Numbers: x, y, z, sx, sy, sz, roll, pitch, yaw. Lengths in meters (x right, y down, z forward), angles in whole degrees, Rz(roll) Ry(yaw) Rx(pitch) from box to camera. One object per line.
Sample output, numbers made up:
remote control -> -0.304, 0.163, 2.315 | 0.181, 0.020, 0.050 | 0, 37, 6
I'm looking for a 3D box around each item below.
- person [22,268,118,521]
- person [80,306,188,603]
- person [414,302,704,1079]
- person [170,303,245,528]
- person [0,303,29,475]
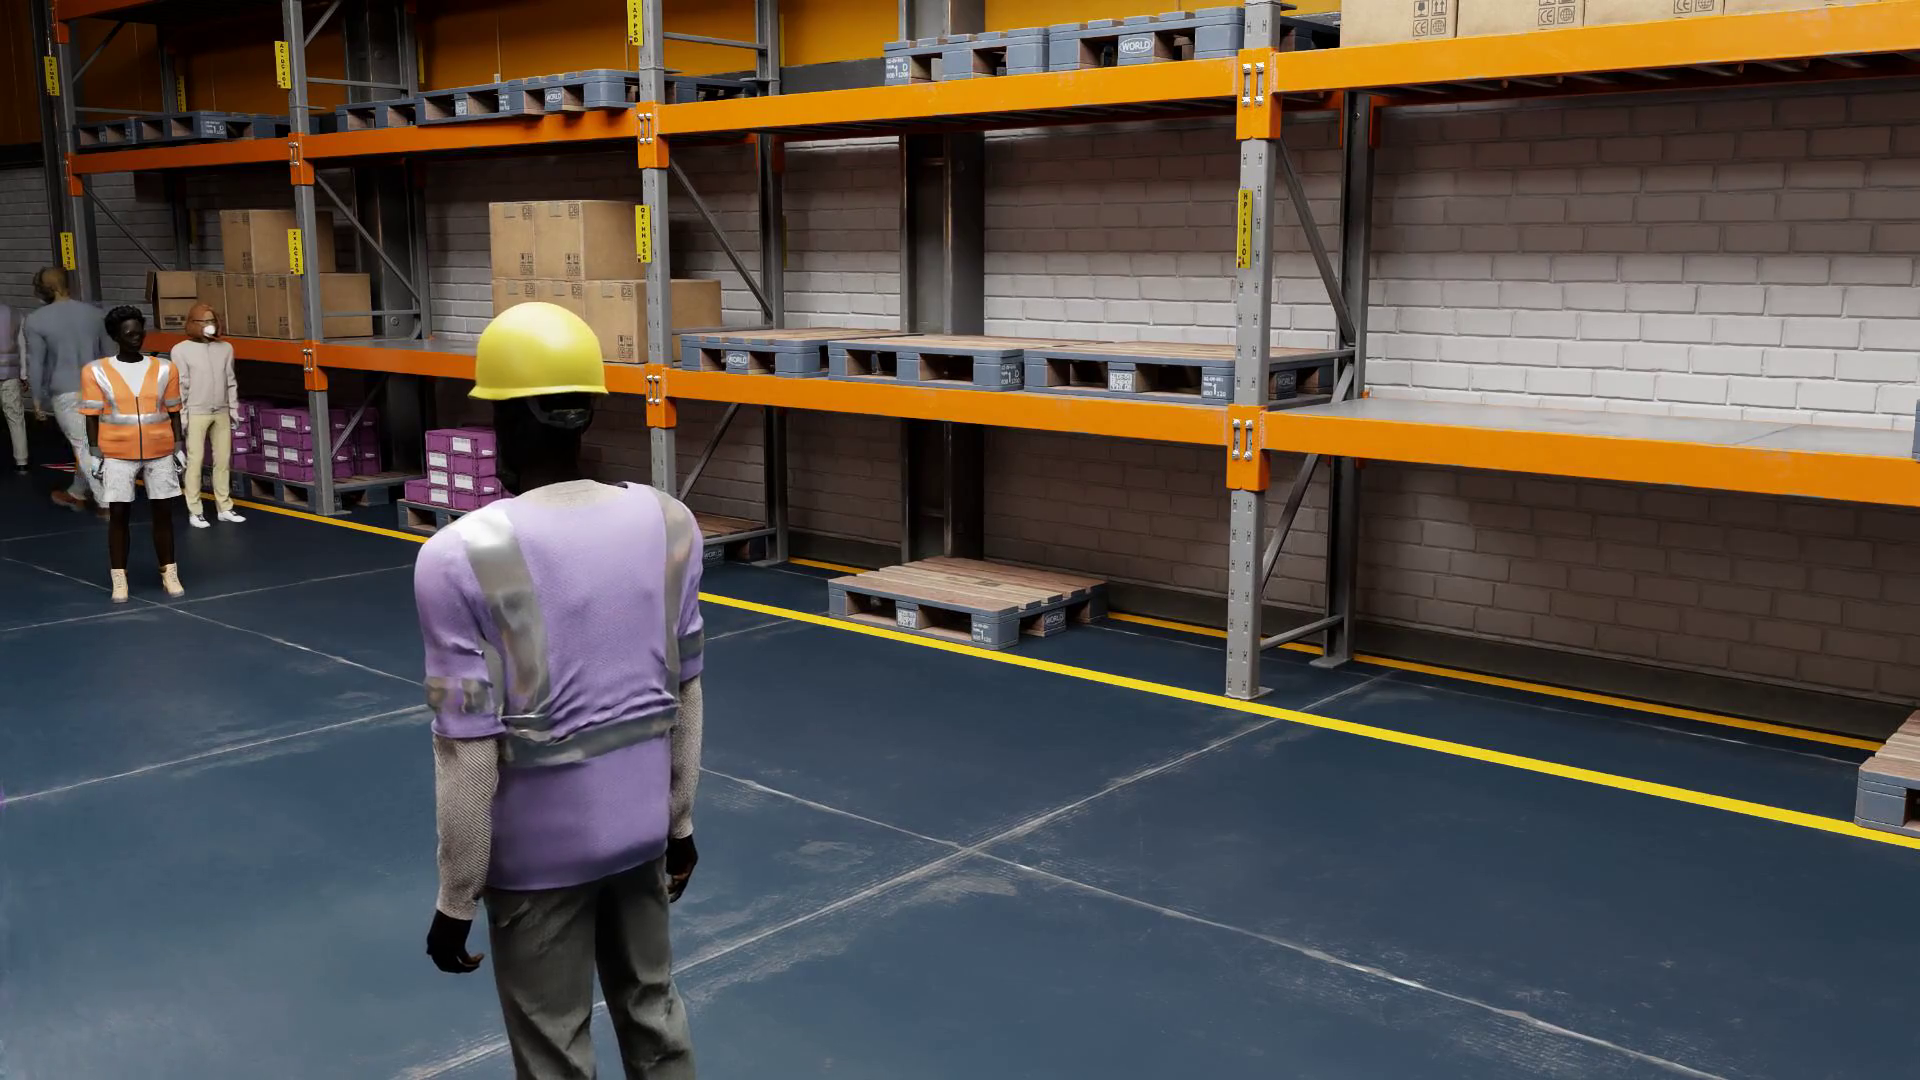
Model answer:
person -> -6.634, -1.090, 12.467 | 0.944, 1.870, 0.706 | 7, 12, 33
person -> -4.726, -0.491, 9.553 | 0.541, 1.696, 0.315 | -7, 12, -34
person -> -0.724, 0.536, 3.054 | 0.387, 1.926, 0.591 | 8, 13, 39
person -> -5.487, -0.905, 12.118 | 0.286, 1.626, 0.493 | 6, 12, 31
person -> -8.568, -1.472, 14.744 | 0.404, 1.837, 0.590 | 9, 14, 43
